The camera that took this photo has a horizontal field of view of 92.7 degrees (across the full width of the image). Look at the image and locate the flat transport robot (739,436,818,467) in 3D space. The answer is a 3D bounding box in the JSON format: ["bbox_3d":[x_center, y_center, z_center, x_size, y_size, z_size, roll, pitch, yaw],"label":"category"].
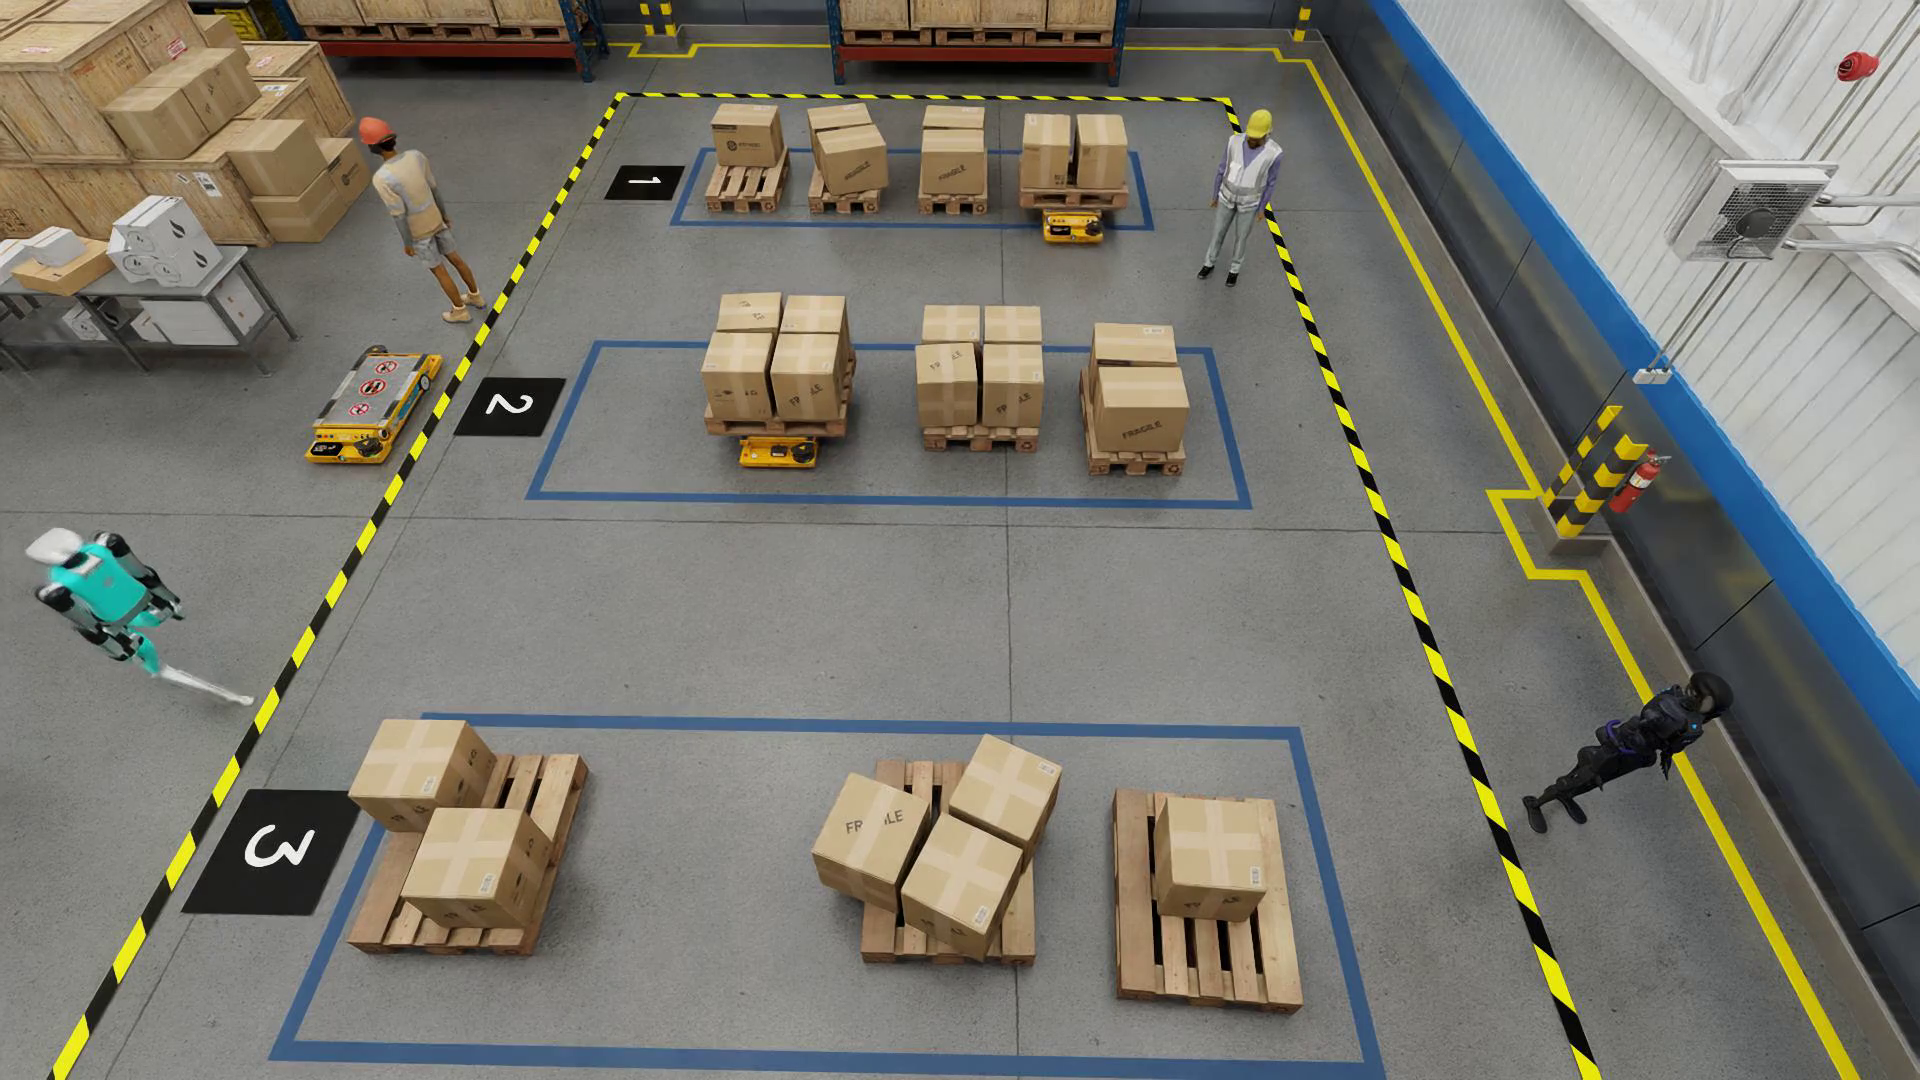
[{"bbox_3d":[-1.582,-1.235,8.394,0.652,0.197,1.431,1,50,1],"label":"flat transport robot"}]

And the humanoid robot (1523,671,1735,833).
[{"bbox_3d":[3.920,1.256,5.370,0.599,1.659,0.315,-7,50,-6],"label":"humanoid robot"}]

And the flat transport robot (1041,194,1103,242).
[{"bbox_3d":[1.282,-3.958,10.698,0.652,0.197,1.431,1,50,1],"label":"flat transport robot"}]

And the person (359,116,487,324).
[{"bbox_3d":[-5.140,-3.008,8.752,0.379,2.039,0.614,12,51,10],"label":"person"}]

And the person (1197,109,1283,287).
[{"bbox_3d":[2.822,-3.439,9.254,0.586,1.828,0.404,22,53,18],"label":"person"}]

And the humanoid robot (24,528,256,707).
[{"bbox_3d":[-5.546,0.528,6.009,1.057,1.783,0.535,10,50,8],"label":"humanoid robot"}]

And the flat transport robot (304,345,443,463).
[{"bbox_3d":[-5.383,-1.269,8.441,0.659,0.231,1.431,1,50,1],"label":"flat transport robot"}]
